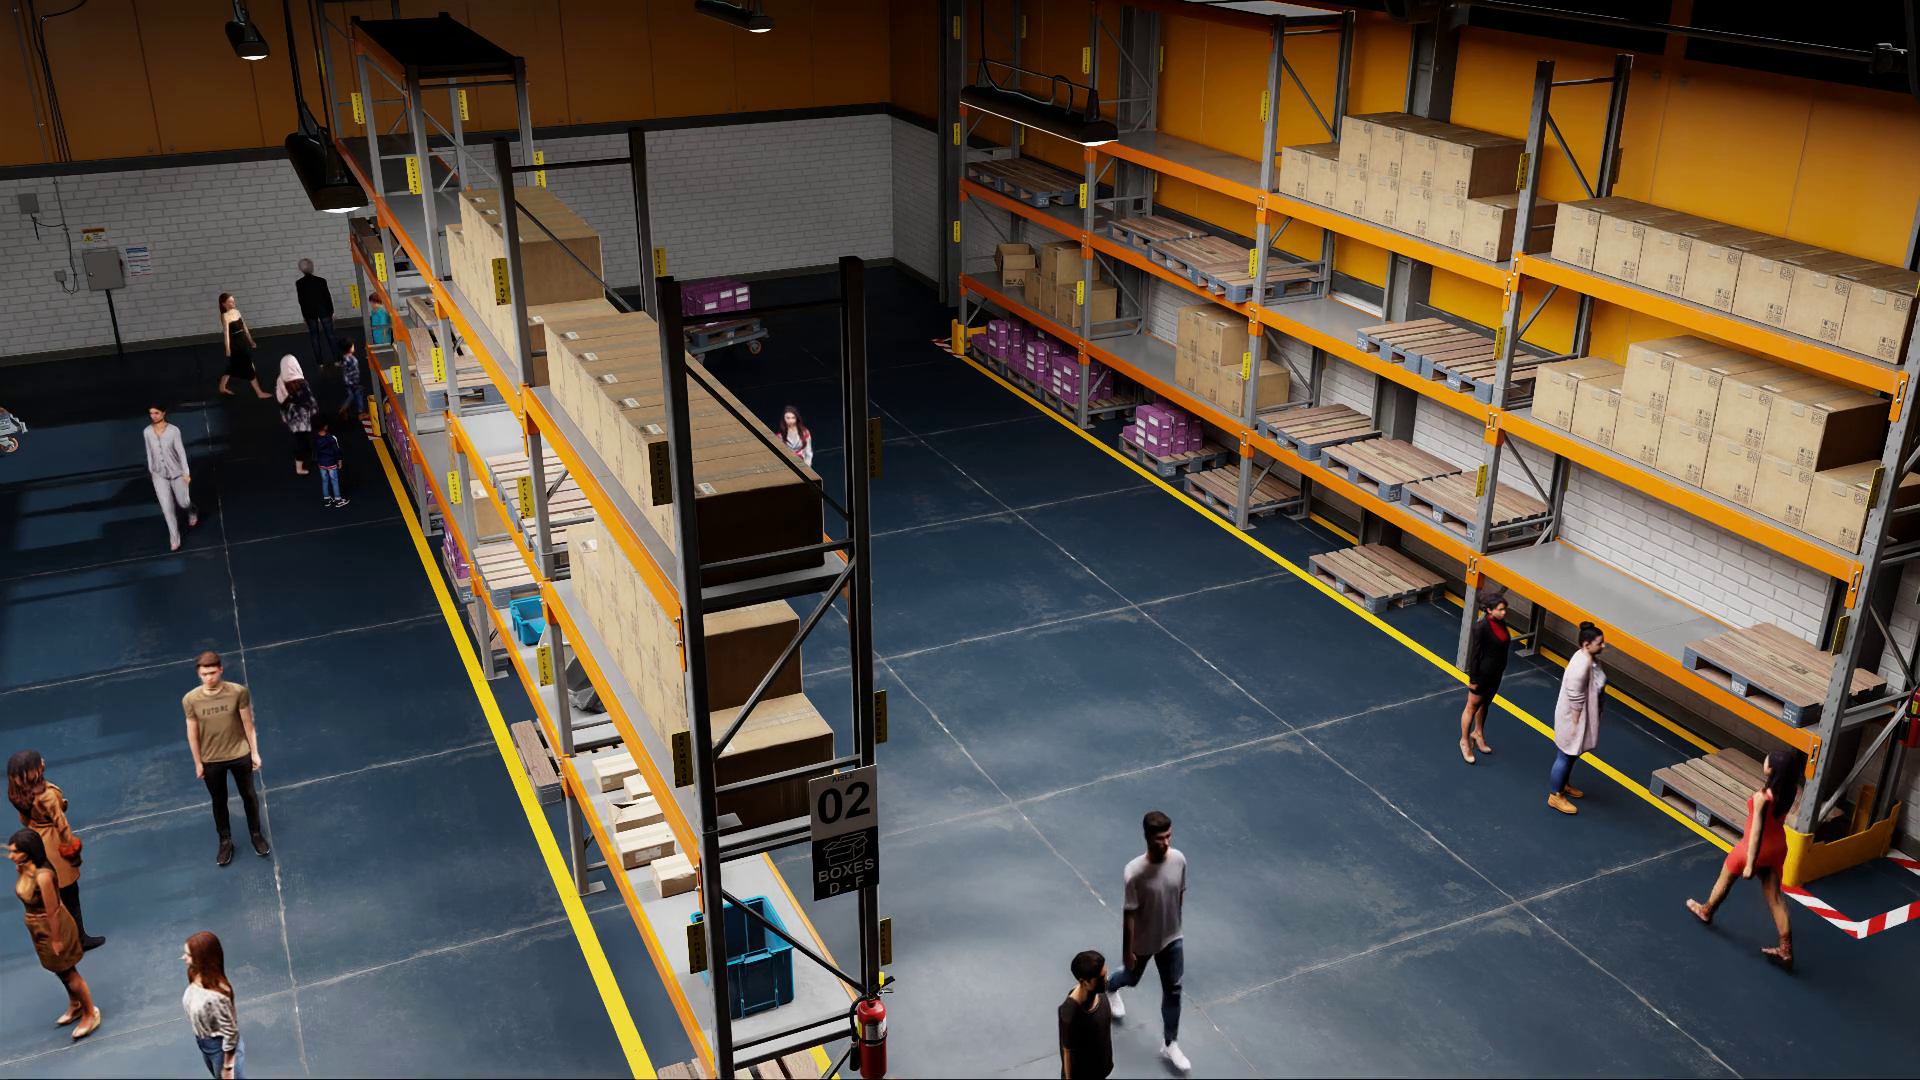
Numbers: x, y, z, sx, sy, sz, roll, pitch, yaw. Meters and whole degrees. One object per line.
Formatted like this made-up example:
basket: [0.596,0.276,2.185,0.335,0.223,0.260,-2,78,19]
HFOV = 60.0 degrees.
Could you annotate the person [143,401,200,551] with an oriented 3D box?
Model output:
person: [-9.262,-0.802,19.550,0.779,1.750,1.064,-3,24,-8]

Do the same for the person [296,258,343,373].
person: [-9.765,-3.453,25.421,0.793,1.779,0.692,-3,24,-7]

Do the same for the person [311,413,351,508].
person: [-7.862,-0.999,20.662,0.598,1.221,0.643,5,24,12]

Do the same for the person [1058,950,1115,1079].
person: [0.764,3.256,10.308,0.739,1.717,0.708,12,26,26]

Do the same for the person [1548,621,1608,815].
person: [5.306,1.495,14.305,0.826,1.743,0.797,13,27,27]

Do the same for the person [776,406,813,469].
person: [-1.977,-0.871,19.899,0.692,1.597,0.834,-5,24,-10]

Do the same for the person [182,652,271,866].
person: [-5.997,1.749,13.588,0.646,1.852,0.542,-10,26,-22]

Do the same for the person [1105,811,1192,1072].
person: [1.277,2.677,11.469,0.702,1.848,1.187,-11,26,-24]

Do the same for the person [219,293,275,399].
person: [-10.698,-2.825,24.399,0.979,1.574,1.121,1,24,2]

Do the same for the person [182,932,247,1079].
person: [-4.634,3.184,10.460,0.681,1.728,0.519,-18,29,-35]

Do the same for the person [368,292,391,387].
person: [-8.670,-3.047,25.068,0.607,1.444,0.699,19,30,37]

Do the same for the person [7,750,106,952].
person: [-6.797,2.319,12.449,0.747,1.720,0.833,11,26,24]

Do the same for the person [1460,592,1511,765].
person: [4.745,1.232,15.036,0.634,1.640,0.689,-19,30,-36]

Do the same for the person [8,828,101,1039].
person: [-6.317,2.719,11.579,0.597,1.683,0.703,17,29,34]

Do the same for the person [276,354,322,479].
person: [-8.596,-1.578,21.493,0.947,1.616,1.006,8,25,18]

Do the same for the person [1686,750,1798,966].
person: [6.040,2.382,12.366,0.612,1.670,1.126,-11,26,-24]

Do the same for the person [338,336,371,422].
person: [-8.632,-2.258,23.518,0.744,1.240,0.751,16,28,32]
